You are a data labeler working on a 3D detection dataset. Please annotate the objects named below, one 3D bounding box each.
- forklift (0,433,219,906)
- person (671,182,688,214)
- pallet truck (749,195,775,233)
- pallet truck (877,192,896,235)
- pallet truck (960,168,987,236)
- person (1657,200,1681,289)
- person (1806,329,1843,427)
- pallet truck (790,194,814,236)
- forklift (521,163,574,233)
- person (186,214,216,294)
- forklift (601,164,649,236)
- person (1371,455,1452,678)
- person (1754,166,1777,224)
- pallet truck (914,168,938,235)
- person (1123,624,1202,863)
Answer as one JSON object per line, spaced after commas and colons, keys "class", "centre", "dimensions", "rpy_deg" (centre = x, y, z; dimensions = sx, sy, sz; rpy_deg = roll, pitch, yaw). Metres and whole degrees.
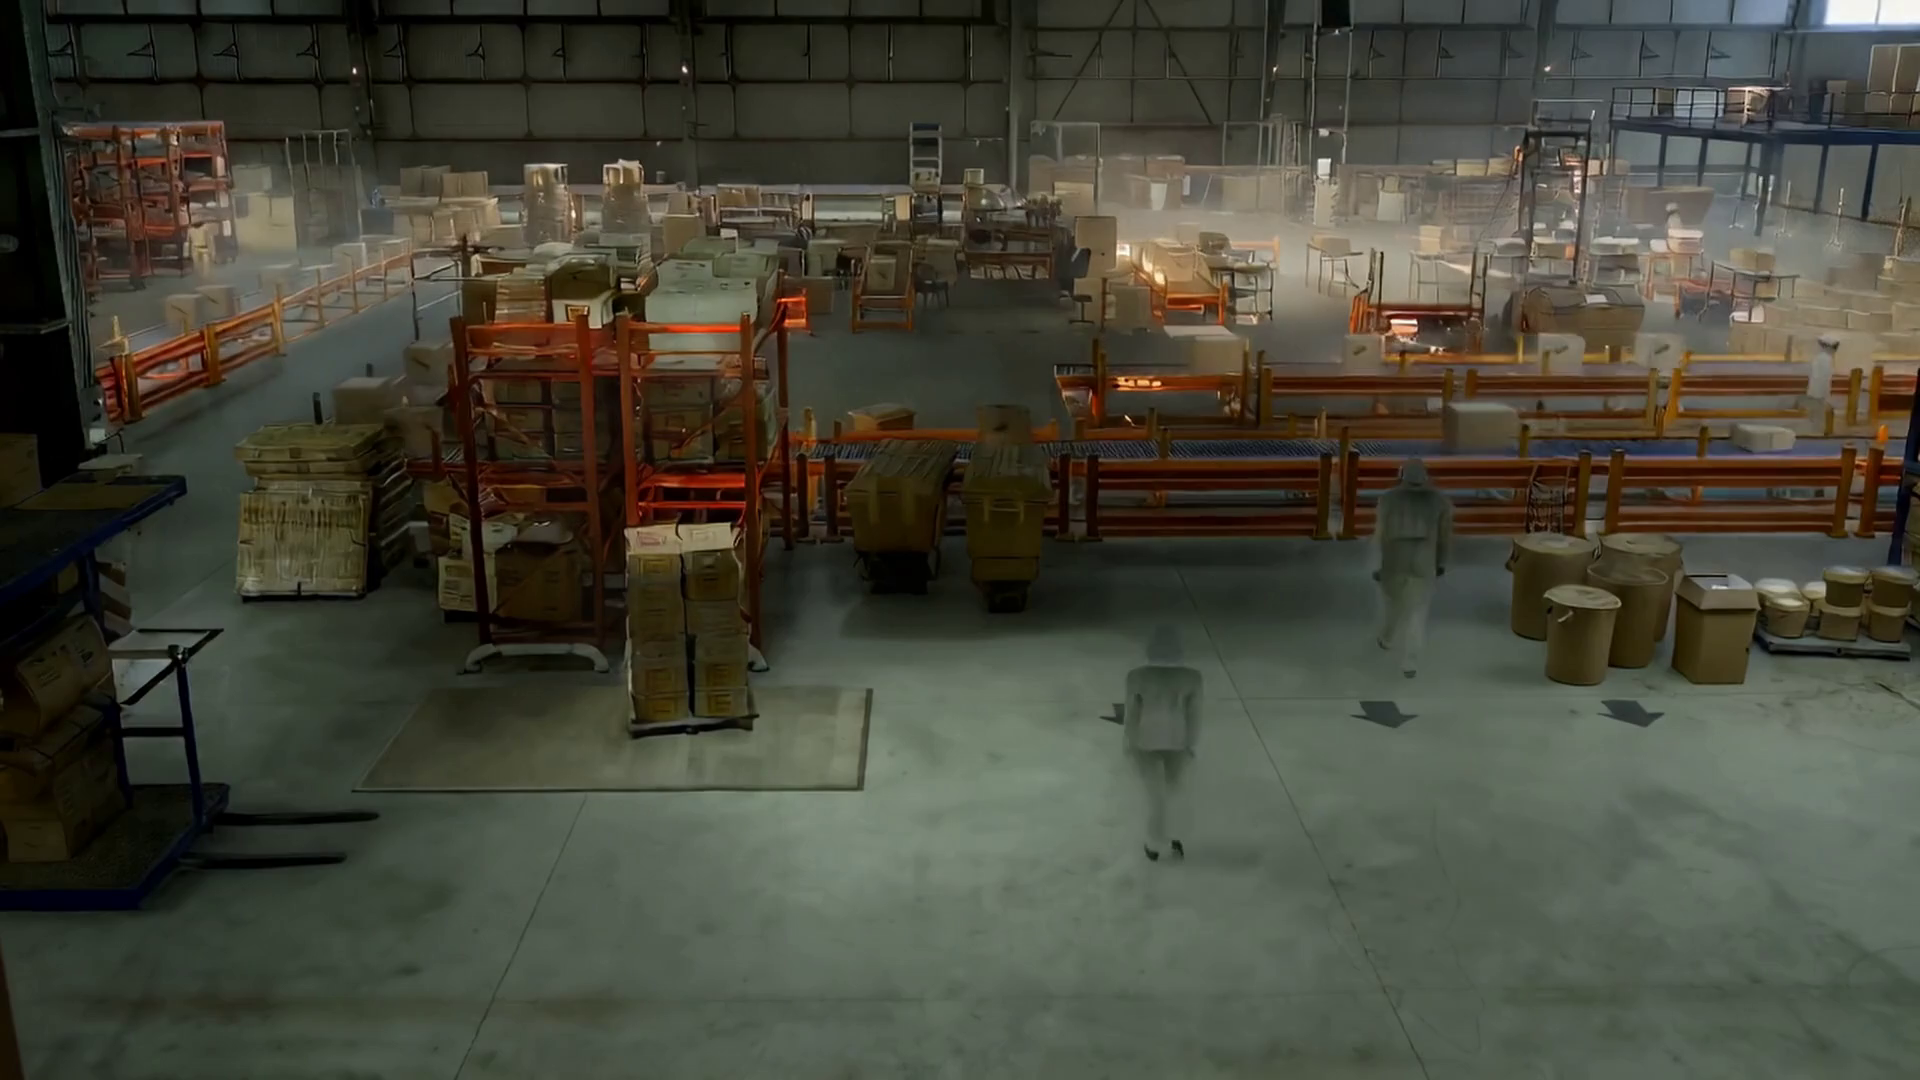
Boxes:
{"class": "forklift", "centre": [-5.952, 0.780, 10.366], "dimensions": [1.873, 2.768, 1.129], "rpy_deg": [0, 16, -1]}
{"class": "person", "centre": [-7.804, -9.036, 46.301], "dimensions": [0.977, 1.864, 0.641], "rpy_deg": [-15, 22, -41]}
{"class": "pallet truck", "centre": [-6.051, -9.967, 50.660], "dimensions": [0.680, 1.201, 1.601], "rpy_deg": [0, 16, -1]}
{"class": "pallet truck", "centre": [-2.277, -9.986, 50.594], "dimensions": [0.653, 1.274, 1.630], "rpy_deg": [0, 16, -1]}
{"class": "pallet truck", "centre": [0.383, -10.230, 50.206], "dimensions": [0.823, 1.965, 1.885], "rpy_deg": [-1, 16, -3]}
{"class": "person", "centre": [16.216, -6.724, 37.993], "dimensions": [0.599, 2.012, 0.640], "rpy_deg": [12, 20, 35]}
{"class": "person", "centre": [11.102, -1.867, 21.561], "dimensions": [0.485, 1.751, 0.544], "rpy_deg": [3, 16, 9]}
{"class": "pallet truck", "centre": [-4.814, -9.883, 50.259], "dimensions": [0.704, 1.261, 1.522], "rpy_deg": [-1, 16, -3]}
{"class": "forklift", "centre": [-12.233, -10.122, 49.298], "dimensions": [1.157, 1.987, 2.680], "rpy_deg": [0, 16, -1]}
{"class": "person", "centre": [-17.069, -6.423, 37.371], "dimensions": [0.605, 1.784, 0.952], "rpy_deg": [2, 16, 8]}
{"class": "forklift", "centre": [-9.948, -10.127, 49.296], "dimensions": [1.157, 1.987, 2.680], "rpy_deg": [-1, 16, -3]}
{"class": "person", "centre": [3.862, 0.176, 14.278], "dimensions": [0.651, 1.857, 0.954], "rpy_deg": [4, 17, 15]}
{"class": "person", "centre": [25.792, -10.996, 53.148], "dimensions": [0.577, 1.845, 0.638], "rpy_deg": [-7, 17, -23]}
{"class": "pallet truck", "centre": [-0.989, -10.316, 50.507], "dimensions": [0.823, 1.965, 1.885], "rpy_deg": [1, 16, 3]}
{"class": "person", "centre": [1.299, 1.338, 10.675], "dimensions": [0.501, 1.621, 0.427], "rpy_deg": [-1, 16, -2]}
